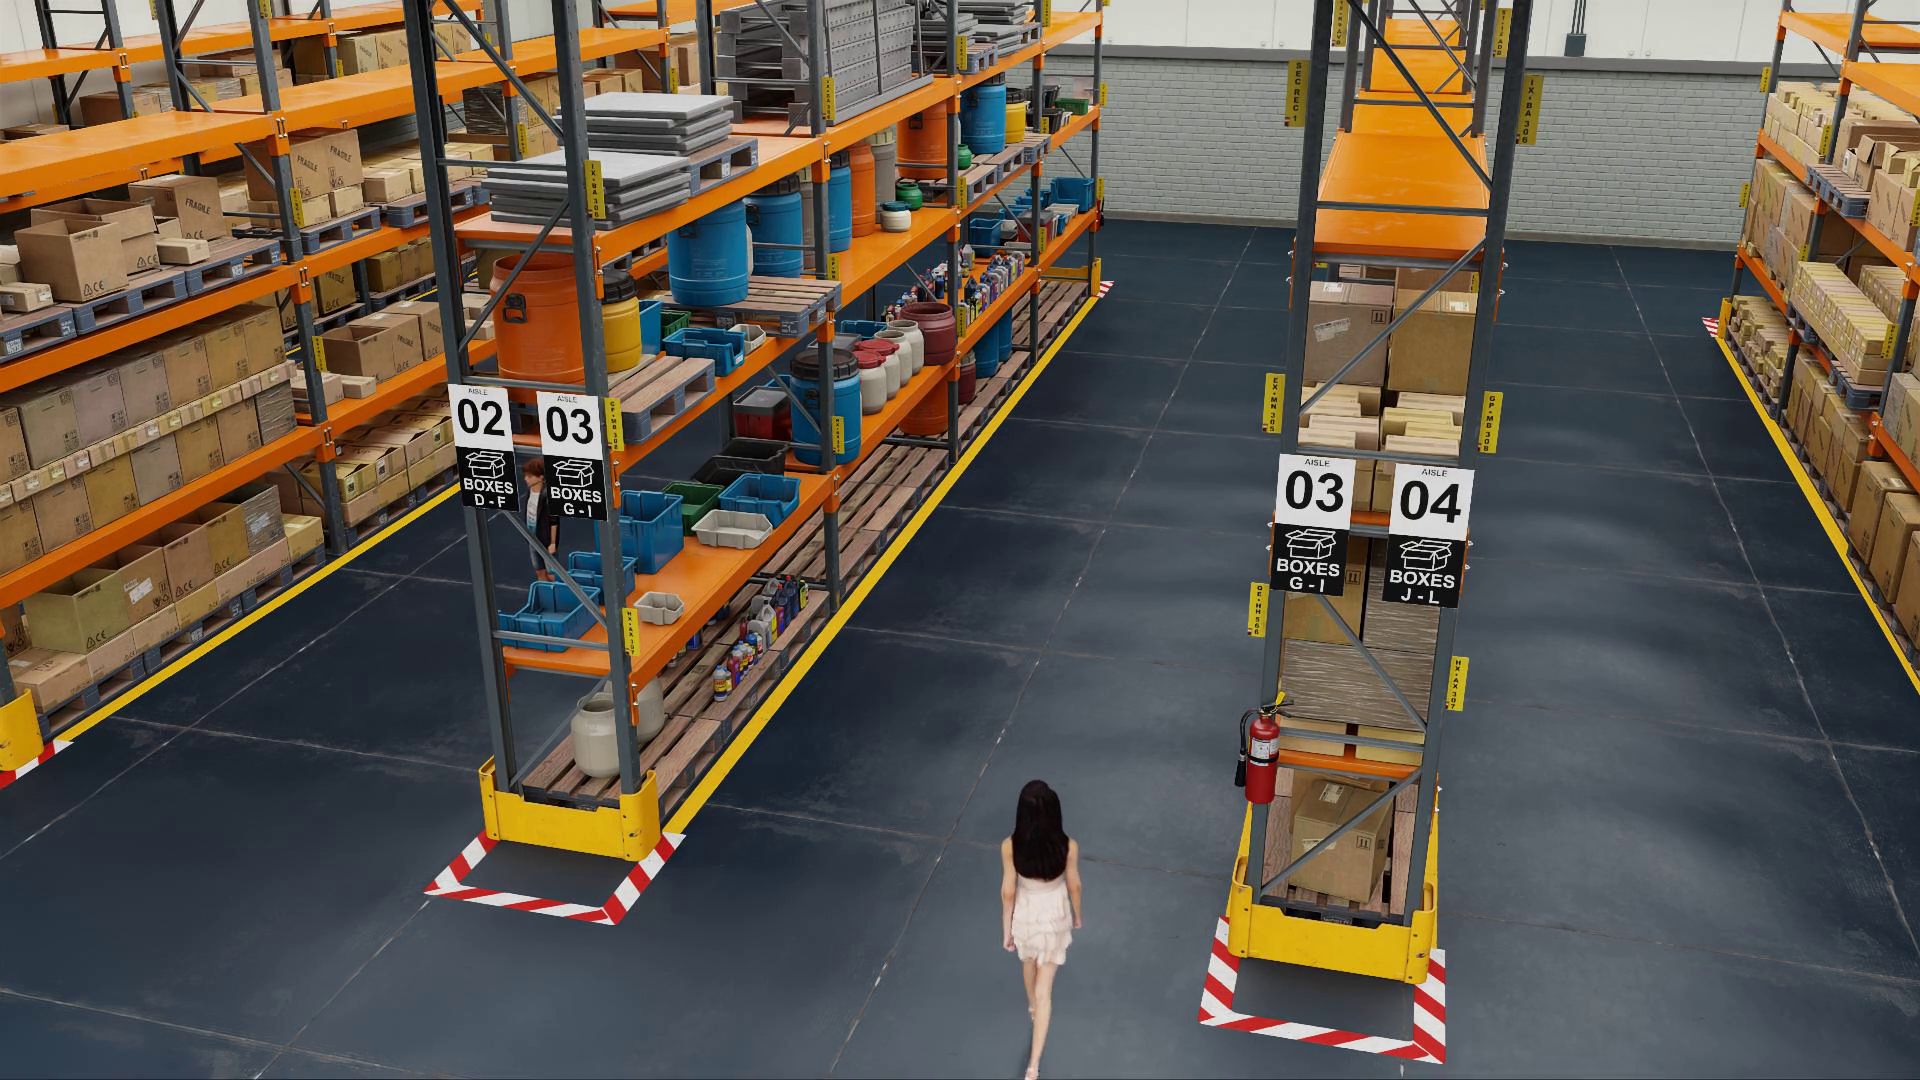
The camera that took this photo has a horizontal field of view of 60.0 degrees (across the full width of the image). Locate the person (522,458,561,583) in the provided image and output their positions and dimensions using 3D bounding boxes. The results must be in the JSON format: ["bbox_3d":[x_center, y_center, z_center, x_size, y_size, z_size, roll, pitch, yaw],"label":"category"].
[{"bbox_3d":[-3.580,-0.019,14.268,0.617,1.447,0.637,18,28,37],"label":"person"}]

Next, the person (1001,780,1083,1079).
[{"bbox_3d":[0.421,2.107,8.743,0.628,1.696,1.070,4,23,9],"label":"person"}]
